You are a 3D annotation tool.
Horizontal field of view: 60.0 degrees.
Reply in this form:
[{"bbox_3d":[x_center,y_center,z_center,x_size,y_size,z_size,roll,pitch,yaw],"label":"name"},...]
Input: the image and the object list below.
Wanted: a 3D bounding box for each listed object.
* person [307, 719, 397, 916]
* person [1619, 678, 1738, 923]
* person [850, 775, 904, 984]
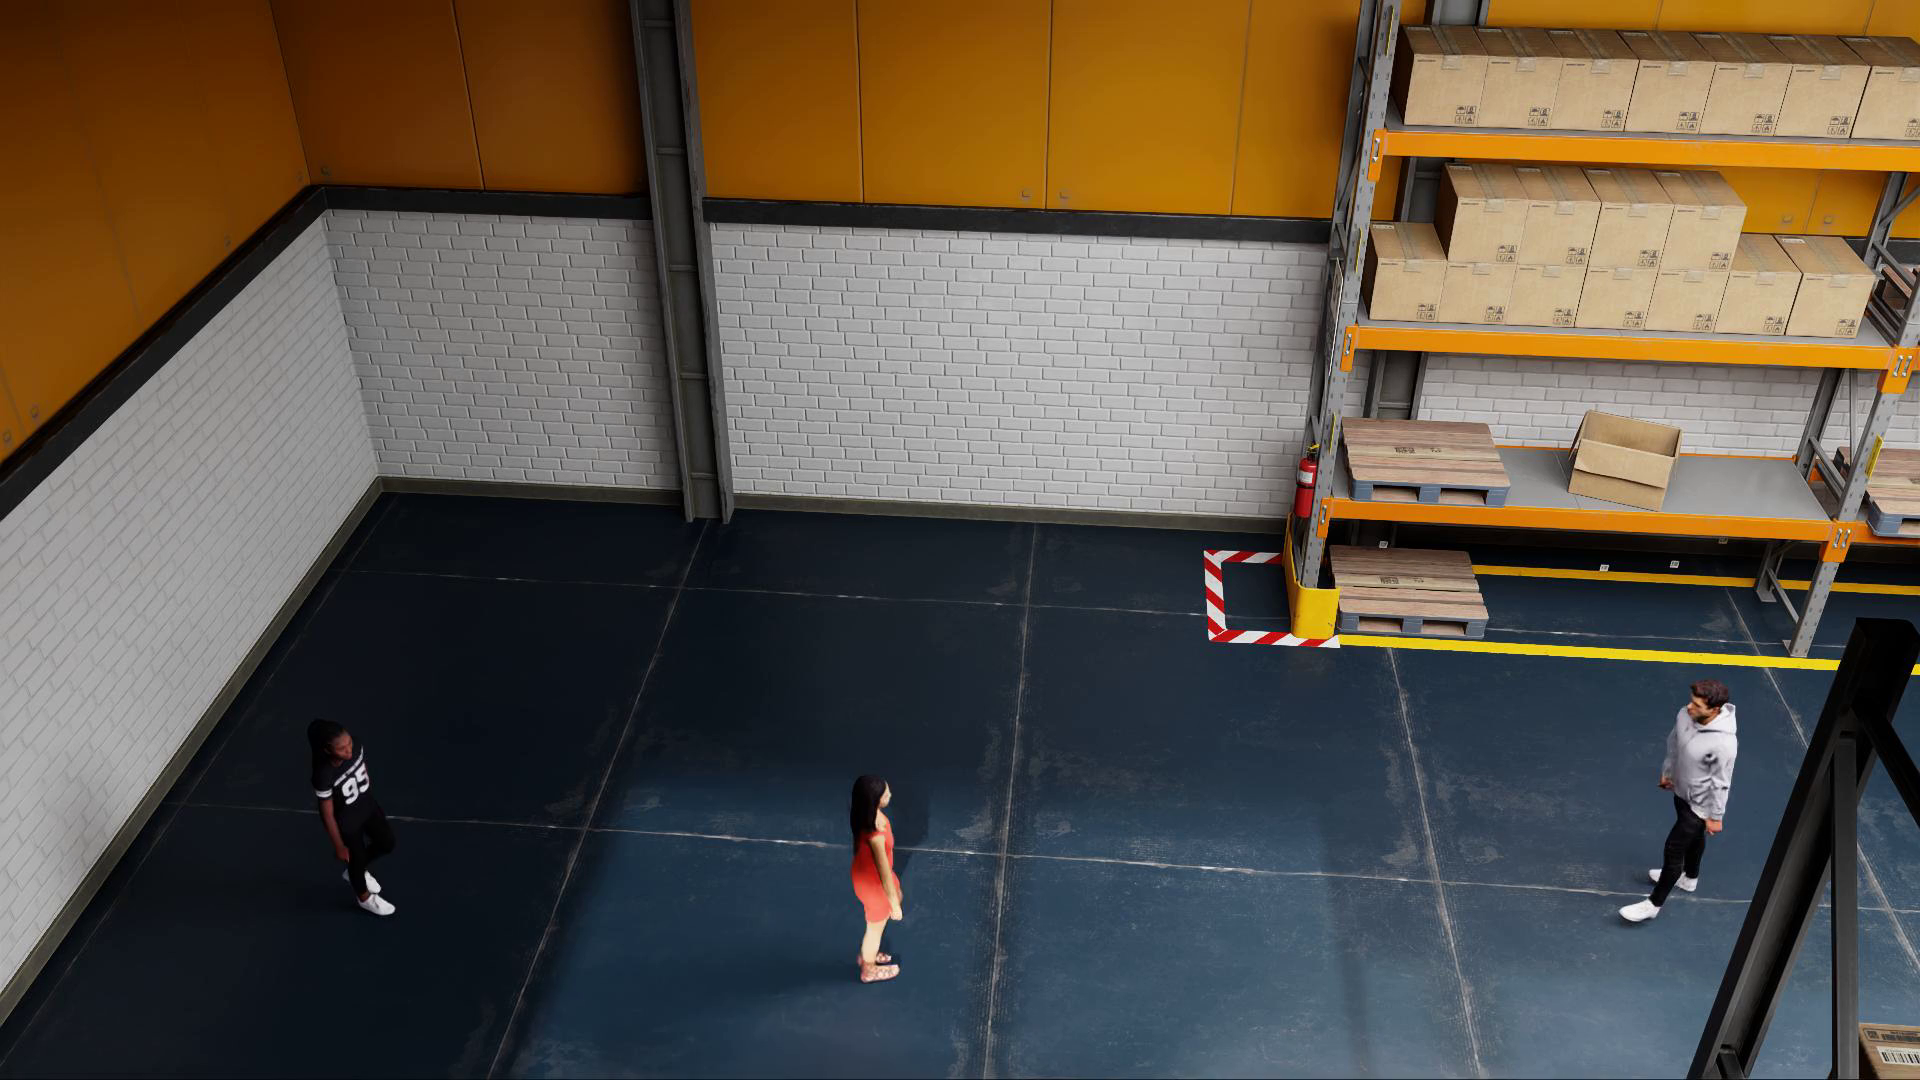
[{"bbox_3d":[-4.022,1.780,10.770,0.794,1.713,0.724,9,35,13],"label":"person"},{"bbox_3d":[4.834,1.651,10.801,1.003,1.893,0.832,-2,34,-3],"label":"person"},{"bbox_3d":[-0.608,2.127,10.254,0.717,1.706,0.702,-12,35,-17],"label":"person"}]
